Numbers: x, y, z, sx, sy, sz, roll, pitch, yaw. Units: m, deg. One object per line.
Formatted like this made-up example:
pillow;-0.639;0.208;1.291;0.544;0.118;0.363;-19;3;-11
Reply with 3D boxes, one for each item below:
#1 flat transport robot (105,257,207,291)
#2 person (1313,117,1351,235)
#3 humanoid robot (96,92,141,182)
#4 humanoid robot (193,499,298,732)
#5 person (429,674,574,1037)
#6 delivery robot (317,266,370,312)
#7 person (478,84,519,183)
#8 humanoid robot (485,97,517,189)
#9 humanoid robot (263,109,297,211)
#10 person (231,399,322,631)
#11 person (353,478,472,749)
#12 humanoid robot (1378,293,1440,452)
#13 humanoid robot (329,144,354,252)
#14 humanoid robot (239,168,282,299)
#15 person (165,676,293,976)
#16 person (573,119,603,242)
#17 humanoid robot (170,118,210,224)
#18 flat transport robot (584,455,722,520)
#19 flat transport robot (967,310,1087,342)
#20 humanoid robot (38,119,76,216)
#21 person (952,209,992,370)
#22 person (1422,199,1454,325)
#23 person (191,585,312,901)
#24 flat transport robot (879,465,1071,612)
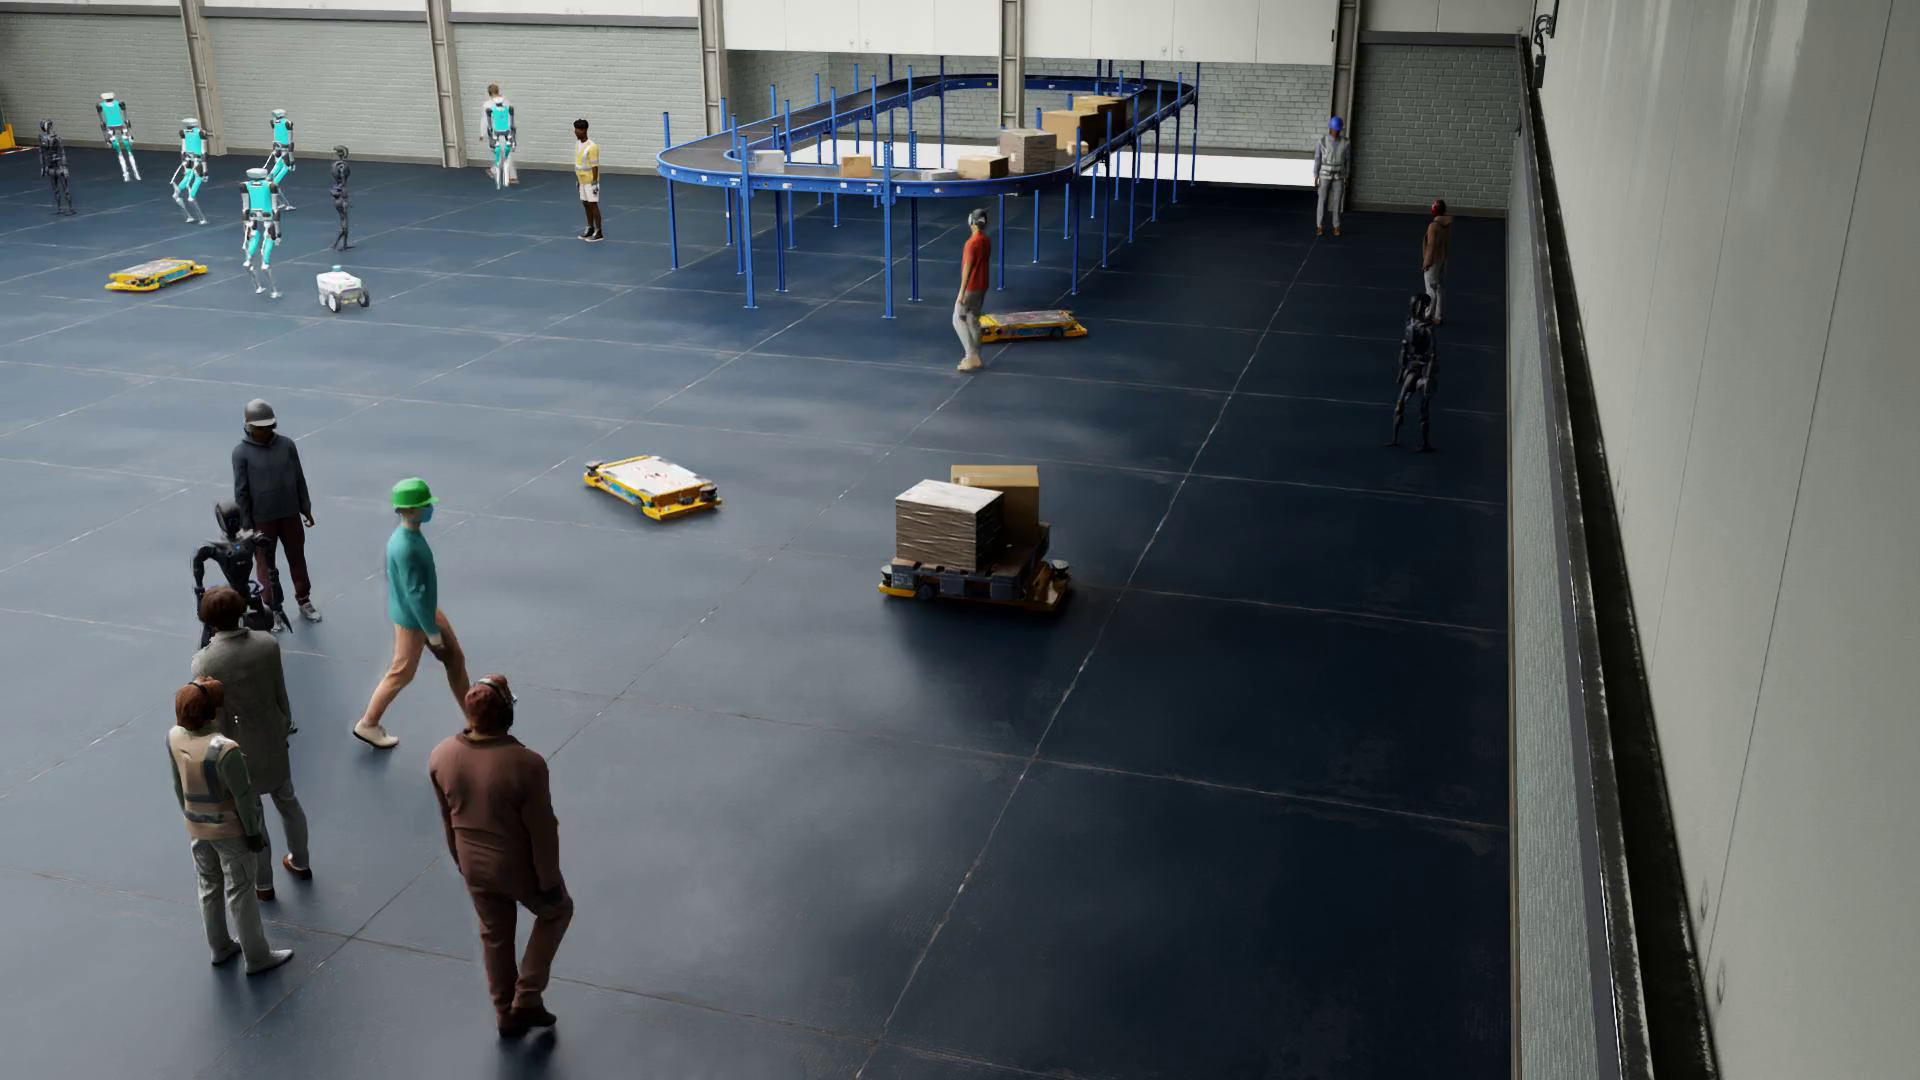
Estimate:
flat transport robot;-11.688;-3.861;24.191;0.659;0.231;1.431;4;21;10
person;6.126;-5.996;27.423;0.611;1.935;0.417;-1;21;-2
humanoid robot;-16.527;-7.909;32.694;0.552;1.804;0.791;-7;22;-18
humanoid robot;-4.808;0.469;11.099;0.587;1.621;0.839;-19;28;-40
person;-2.153;1.519;7.971;0.657;1.892;0.442;8;22;19
delivery robot;-8.441;-3.426;22.675;0.783;0.601;0.499;20;29;41
person;-9.081;-7.973;32.615;1.066;1.870;0.659;14;25;32
humanoid robot;-8.788;-7.543;31.845;0.539;1.892;0.706;-10;23;-24
humanoid robot;-12.142;-6.730;29.505;0.530;1.732;0.697;13;25;30
person;-5.181;-0.203;12.571;0.550;1.806;0.381;-17;27;-37
person;-3.541;0.482;10.760;0.961;1.828;0.527;-1;21;-4
humanoid robot;4.545;-1.652;16.523;0.536;1.641;0.594;-7;22;-19
humanoid robot;-9.791;-5.388;26.209;0.482;1.644;0.612;-10;23;-24
humanoid robot;-9.733;-4.221;23.040;0.531;1.747;0.771;1;21;3
person;-3.764;1.463;8.475;0.520;1.640;0.305;10;23;24
person;-6.041;-5.837;26.976;0.370;1.958;0.604;-15;26;-35
humanoid robot;-13.169;-6.254;28.353;0.543;1.759;0.798;7;22;18
flat transport robot;-2.880;-0.512;15.505;0.659;0.231;1.431;-17;27;-37
flat transport robot;0.848;-2.732;21.264;1.431;0.231;0.659;-5;22;-13
humanoid robot;-15.860;-6.541;29.165;0.599;1.657;0.315;7;22;18
person;0.161;-2.938;19.589;0.409;1.872;0.631;12;24;28
person;6.167;-3.582;21.543;0.459;1.649;0.317;-18;27;-38
person;-3.903;1.114;9.125;0.370;1.828;0.503;15;26;33
flat transport robot;0.121;0.311;13.370;1.431;0.231;0.659;6;22;15
